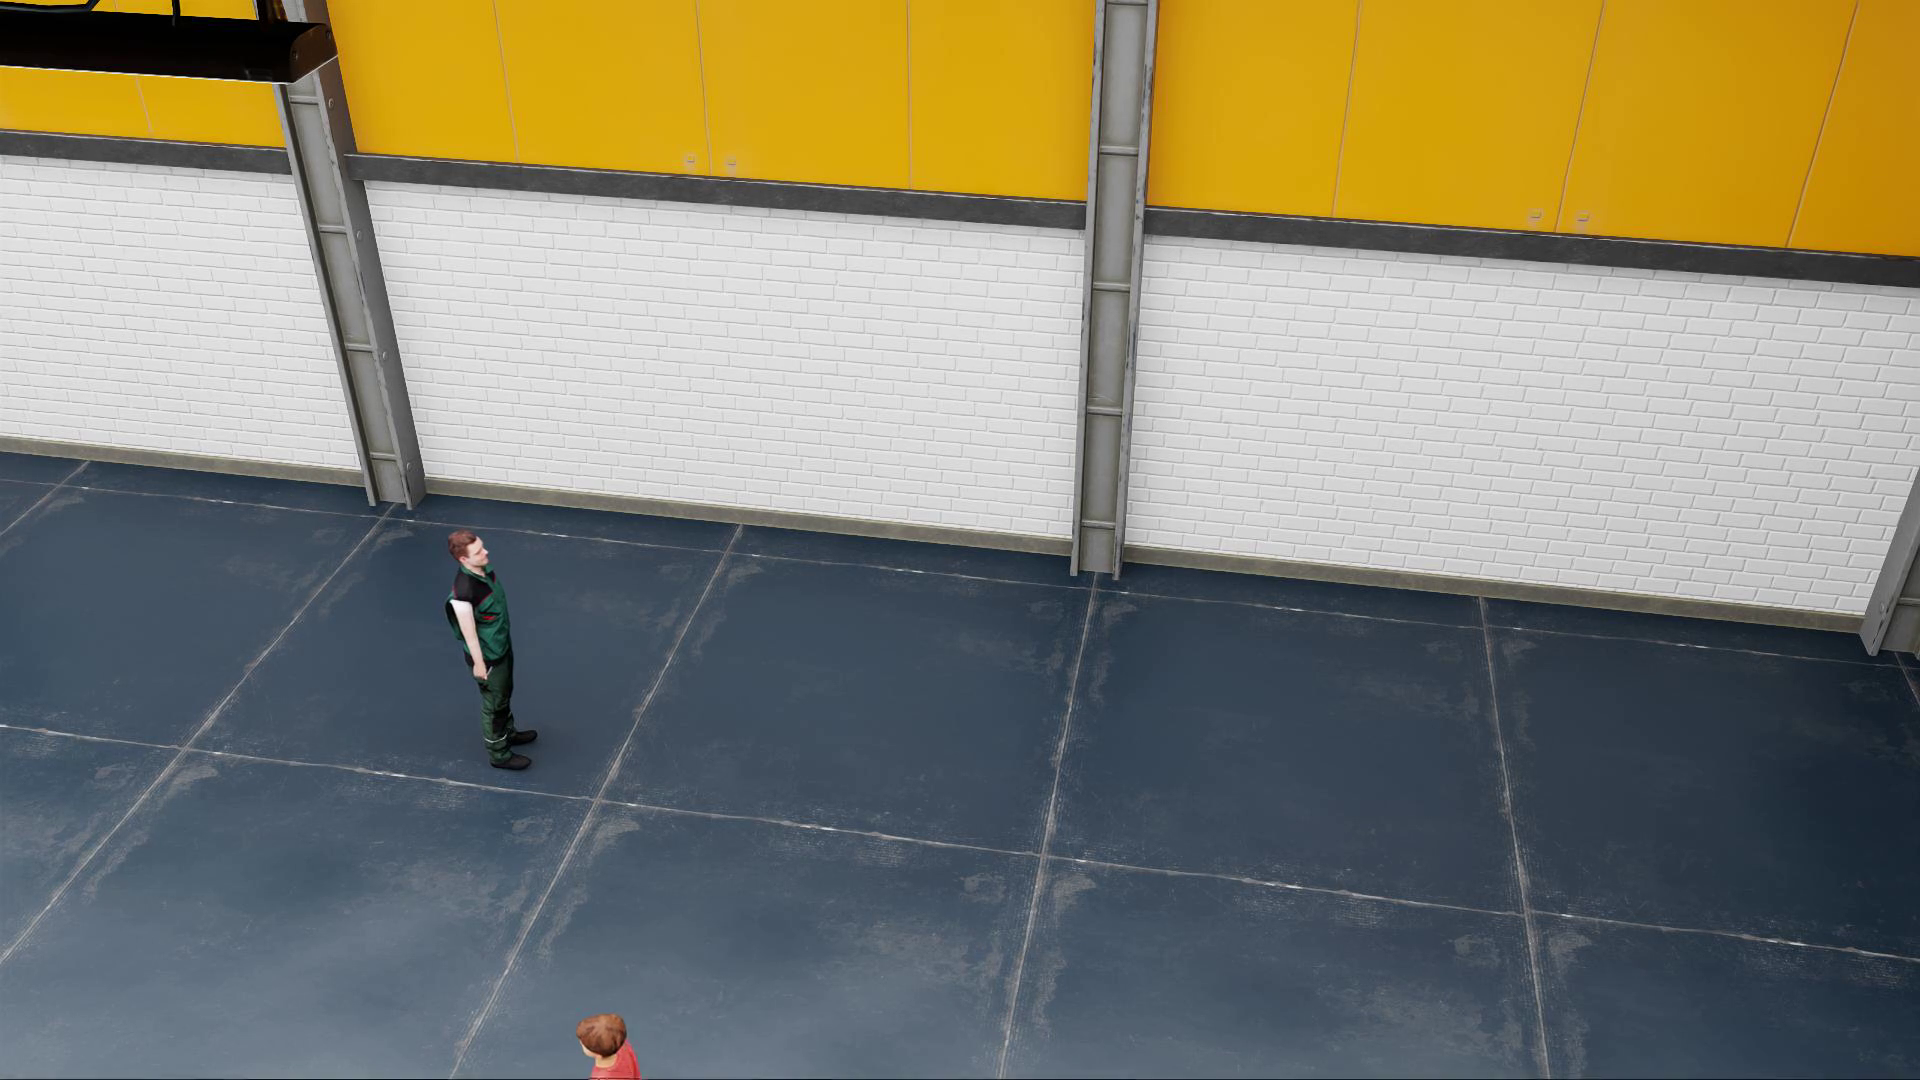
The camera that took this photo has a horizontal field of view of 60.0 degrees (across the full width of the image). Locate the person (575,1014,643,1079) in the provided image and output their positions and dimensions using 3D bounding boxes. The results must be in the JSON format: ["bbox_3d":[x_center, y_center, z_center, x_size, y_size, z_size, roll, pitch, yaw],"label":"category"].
[{"bbox_3d":[-1.594,2.863,8.142,0.941,1.385,0.538,4,34,6],"label":"person"}]

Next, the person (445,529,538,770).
[{"bbox_3d":[-3.110,0.701,10.981,0.673,1.842,0.704,-3,34,-4],"label":"person"}]
